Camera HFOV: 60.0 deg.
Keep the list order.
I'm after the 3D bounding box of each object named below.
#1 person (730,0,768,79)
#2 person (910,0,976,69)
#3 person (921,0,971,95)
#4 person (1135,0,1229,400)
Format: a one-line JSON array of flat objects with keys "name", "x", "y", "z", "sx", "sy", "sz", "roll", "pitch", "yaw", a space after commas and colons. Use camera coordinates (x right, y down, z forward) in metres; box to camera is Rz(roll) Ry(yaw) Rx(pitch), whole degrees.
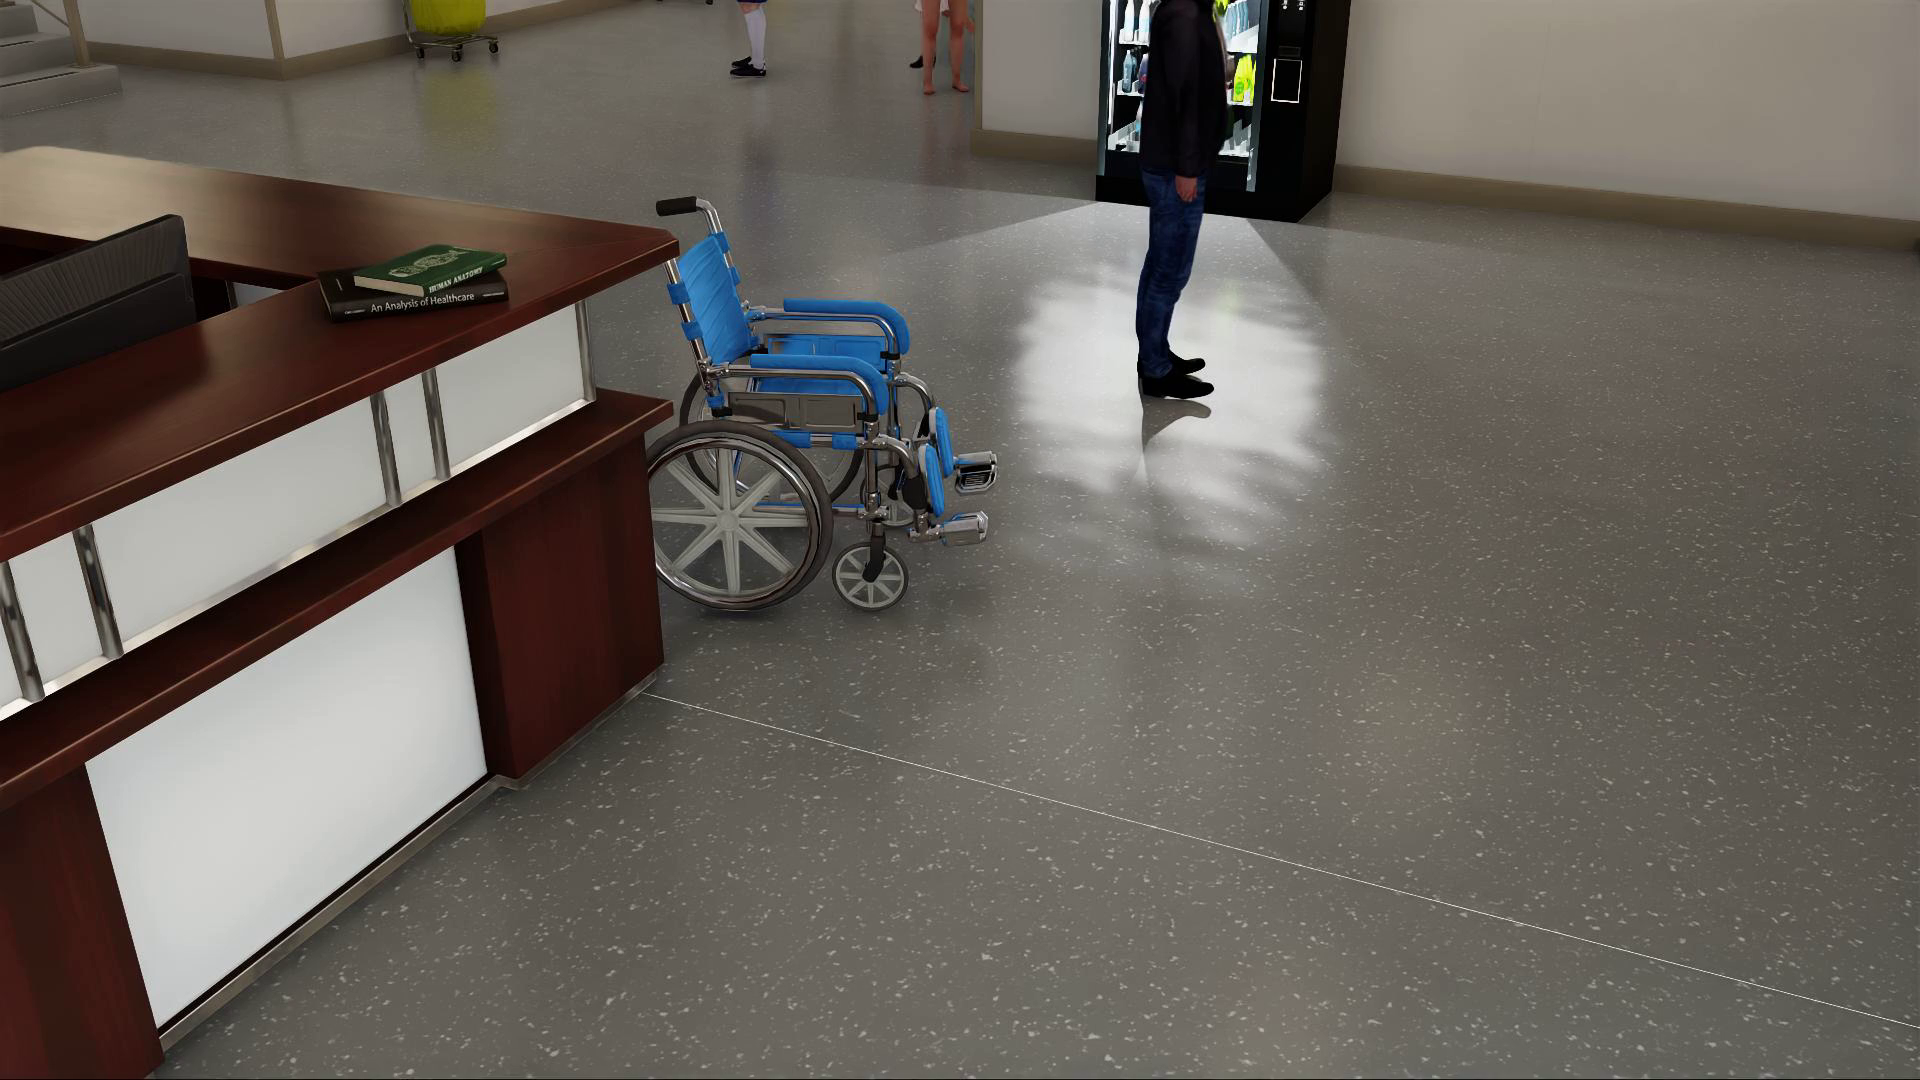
[{"name": "person", "x": -1.687, "y": -4.633, "z": 13.168, "sx": 0.751, "sy": 1.842, "sz": 0.758, "roll": -2, "pitch": 26, "yaw": -3}, {"name": "person", "x": -0.096, "y": -4.554, "z": 13.365, "sx": 0.947, "sy": 1.529, "sz": 0.659, "roll": 6, "pitch": 26, "yaw": 12}, {"name": "person", "x": -0.116, "y": -4.266, "z": 12.562, "sx": 0.672, "sy": 1.707, "sz": 0.732, "roll": -9, "pitch": 27, "yaw": -18}, {"name": "person", "x": 0.859, "y": -1.516, "z": 6.650, "sx": 0.719, "sy": 1.890, "sz": 0.751, "roll": 1, "pitch": 26, "yaw": 1}]
